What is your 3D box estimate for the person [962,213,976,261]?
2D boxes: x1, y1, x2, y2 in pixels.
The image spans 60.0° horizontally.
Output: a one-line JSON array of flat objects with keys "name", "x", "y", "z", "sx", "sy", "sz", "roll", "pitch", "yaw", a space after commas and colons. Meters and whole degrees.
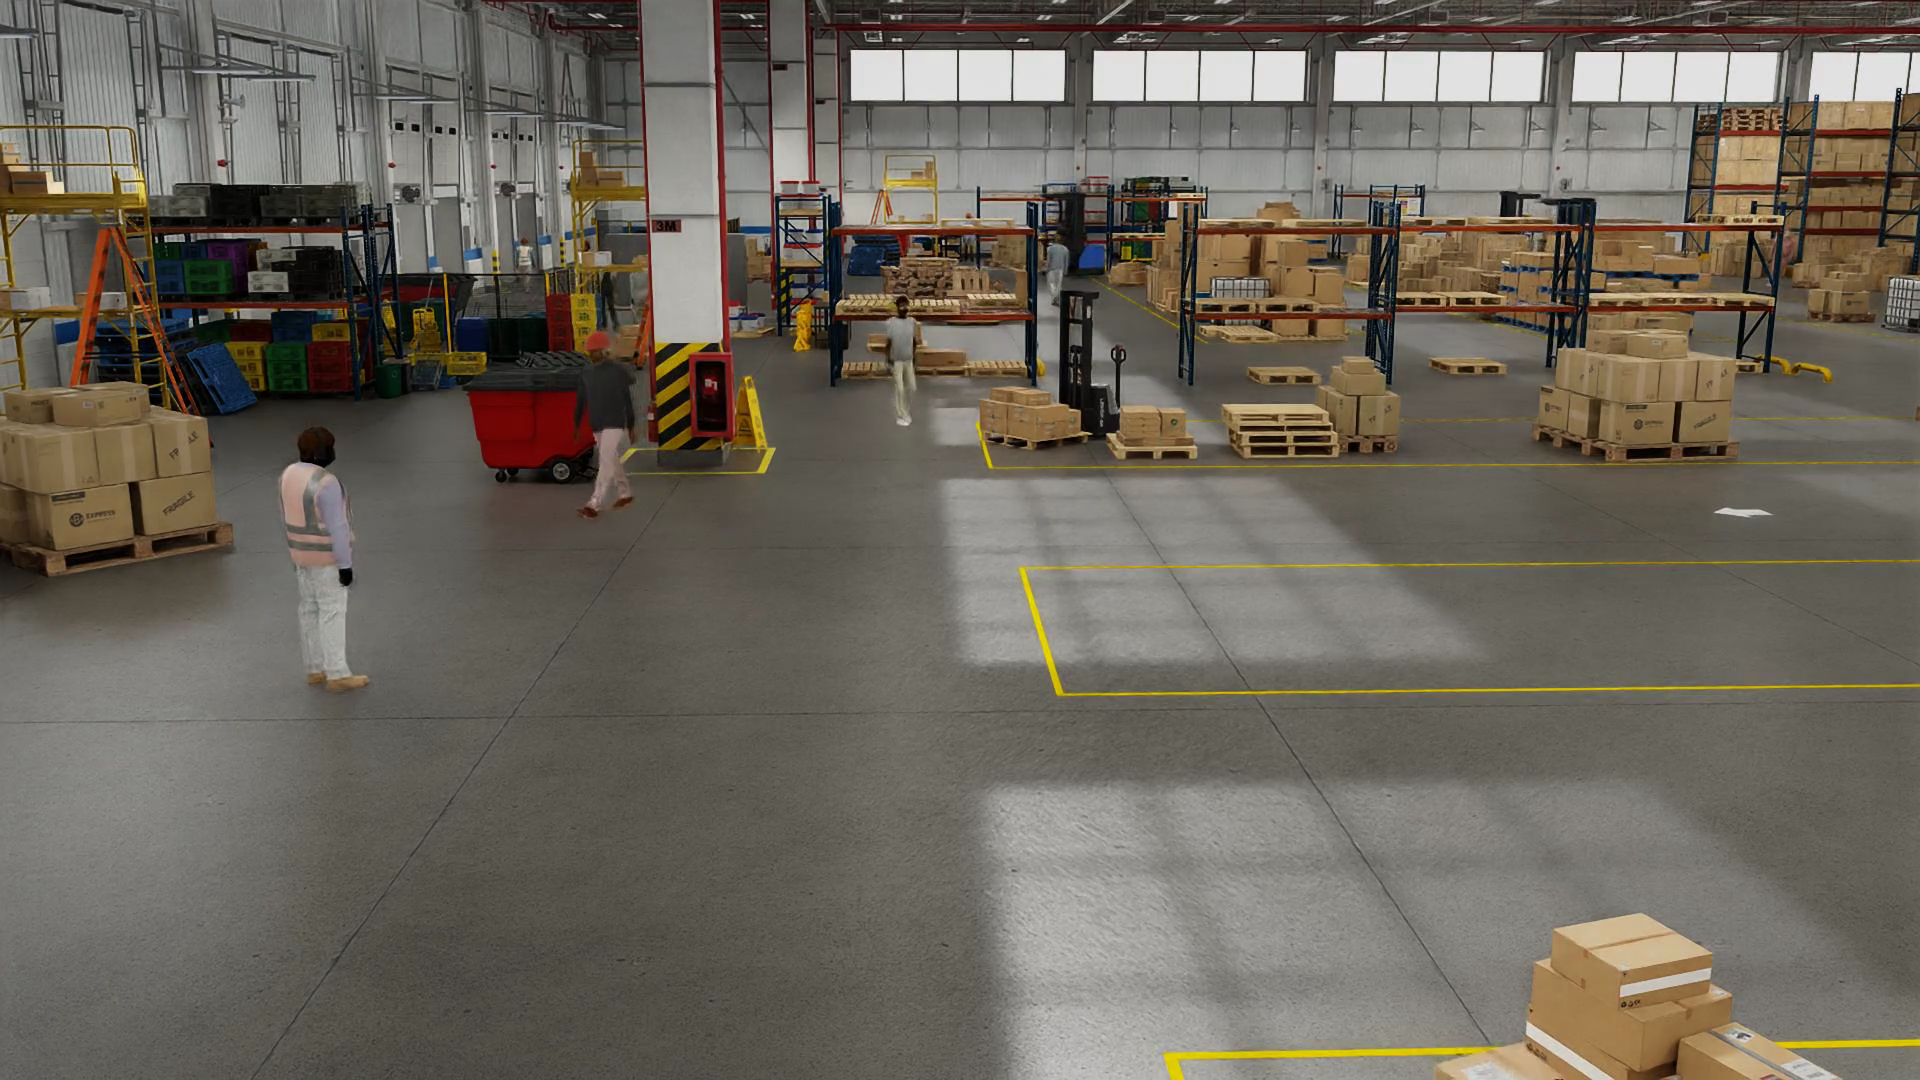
[{"name": "person", "x": 0.362, "y": -12.192, "z": 66.966, "sx": 0.564, "sy": 1.915, "sz": 0.696, "roll": 0, "pitch": 12, "yaw": -1}]

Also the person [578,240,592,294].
[{"name": "person", "x": -9.220, "y": -6.459, "z": 41.158, "sx": 0.574, "sy": 1.882, "sz": 0.358, "roll": 1, "pitch": 13, "yaw": 5}]

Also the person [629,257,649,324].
[{"name": "person", "x": -7.002, "y": -5.362, "z": 36.591, "sx": 0.489, "sy": 1.722, "sz": 0.716, "roll": -11, "pitch": 17, "yaw": -41}]

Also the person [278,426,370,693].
[{"name": "person", "x": -4.400, "y": 0.129, "z": 11.503, "sx": 0.633, "sy": 1.841, "sz": 0.429, "roll": 10, "pitch": 16, "yaw": 37}]

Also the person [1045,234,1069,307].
[{"name": "person", "x": 2.572, "y": -7.176, "z": 44.289, "sx": 0.662, "sy": 1.927, "sz": 0.436, "roll": -5, "pitch": 13, "yaw": -20}]

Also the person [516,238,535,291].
[{"name": "person", "x": -13.011, "y": -8.237, "z": 49.819, "sx": 0.547, "sy": 1.590, "sz": 0.849, "roll": -3, "pitch": 13, "yaw": -12}]

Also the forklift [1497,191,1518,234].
[{"name": "forklift", "x": 20.662, "y": -11.779, "z": 62.902, "sx": 1.873, "sy": 2.768, "sz": 1.129, "roll": 0, "pitch": 12, "yaw": -2}]

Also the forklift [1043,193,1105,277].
[{"name": "forklift", "x": 3.945, "y": -10.411, "z": 56.727, "sx": 1.873, "sy": 2.768, "sz": 1.129, "roll": -5, "pitch": 14, "yaw": -22}]

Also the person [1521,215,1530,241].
[{"name": "person", "x": 22.157, "y": -11.749, "z": 65.003, "sx": 0.976, "sy": 1.893, "sz": 0.660, "roll": 2, "pitch": 13, "yaw": 8}]

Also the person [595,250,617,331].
[{"name": "person", "x": -7.923, "y": -5.572, "z": 37.283, "sx": 0.520, "sy": 1.828, "sz": 0.716, "roll": -7, "pitch": 14, "yaw": -30}]

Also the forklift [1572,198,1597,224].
[{"name": "forklift", "x": 17.488, "y": -8.214, "z": 46.807, "sx": 1.873, "sy": 2.768, "sz": 1.129, "roll": 0, "pitch": 12, "yaw": -2}]

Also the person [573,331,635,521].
[{"name": "person", "x": -3.725, "y": -1.204, "z": 17.305, "sx": 0.657, "sy": 1.934, "sz": 1.056, "roll": 7, "pitch": 14, "yaw": 28}]

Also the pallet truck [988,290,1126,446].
[{"name": "pallet truck", "x": 1.257, "y": -2.299, "z": 22.111, "sx": 1.885, "sy": 1.965, "sz": 0.823, "roll": -9, "pitch": 15, "yaw": -35}]

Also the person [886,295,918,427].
[{"name": "person", "x": -0.811, "y": -2.518, "z": 23.424, "sx": 0.521, "sy": 1.856, "sz": 0.389, "roll": -6, "pitch": 14, "yaw": -25}]

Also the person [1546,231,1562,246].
[{"name": "person", "x": 17.669, "y": -8.308, "z": 49.329, "sx": 0.634, "sy": 1.953, "sz": 0.707, "roll": 5, "pitch": 14, "yaw": 23}]

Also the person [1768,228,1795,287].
[{"name": "person", "x": 25.314, "y": -8.666, "z": 51.235, "sx": 0.669, "sy": 1.836, "sz": 0.989, "roll": 1, "pitch": 13, "yaw": 7}]

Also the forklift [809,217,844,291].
[{"name": "forklift", "x": -4.375, "y": -8.619, "z": 48.637, "sx": 1.873, "sy": 2.768, "sz": 1.129, "roll": 0, "pitch": 12, "yaw": -2}]
